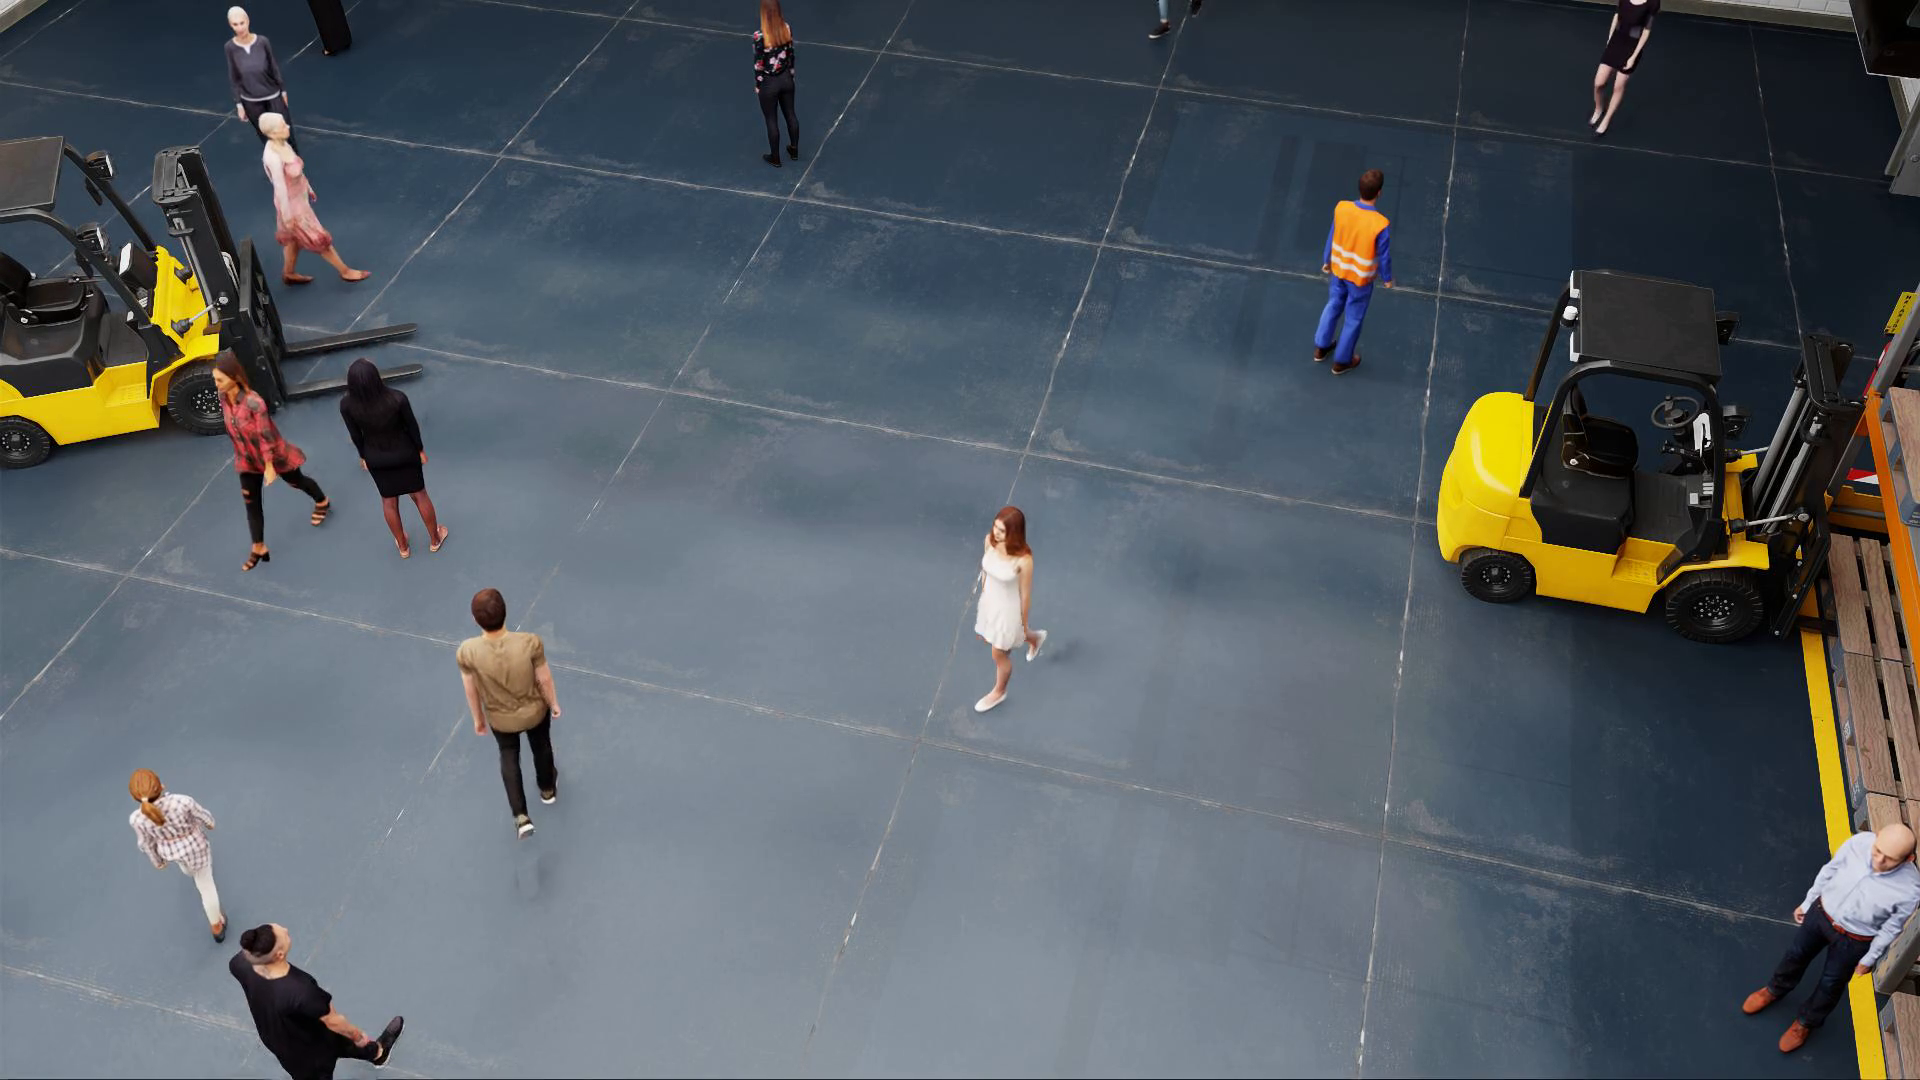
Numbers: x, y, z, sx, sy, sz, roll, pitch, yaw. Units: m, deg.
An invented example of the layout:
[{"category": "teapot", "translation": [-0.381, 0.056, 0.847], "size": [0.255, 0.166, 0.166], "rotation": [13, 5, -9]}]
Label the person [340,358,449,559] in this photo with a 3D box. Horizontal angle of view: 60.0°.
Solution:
[{"category": "person", "translation": [-3.981, -0.582, 11.652], "size": [0.686, 1.720, 0.674], "rotation": [-9, 44, -9]}]

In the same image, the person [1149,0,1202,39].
[{"category": "person", "translation": [2.349, -6.221, 17.510], "size": [0.919, 1.805, 1.105], "rotation": [31, 51, 28]}]

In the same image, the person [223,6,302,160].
[{"category": "person", "translation": [-6.477, -4.142, 15.395], "size": [0.855, 1.711, 0.945], "rotation": [-13, 45, -14]}]

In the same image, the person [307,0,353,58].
[{"category": "person", "translation": [-6.647, -5.793, 17.204], "size": [0.712, 1.606, 0.594], "rotation": [32, 52, 29]}]

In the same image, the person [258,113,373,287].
[{"category": "person", "translation": [-5.698, -2.820, 14.051], "size": [0.979, 1.650, 1.025], "rotation": [-11, 45, -11]}]

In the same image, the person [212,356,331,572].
[{"category": "person", "translation": [-4.846, -0.633, 11.748], "size": [0.723, 1.661, 1.114], "rotation": [17, 46, 17]}]

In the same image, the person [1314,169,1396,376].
[{"category": "person", "translation": [3.086, -2.070, 13.112], "size": [0.858, 1.860, 0.835], "rotation": [-32, 52, -29]}]

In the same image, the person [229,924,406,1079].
[{"category": "person", "translation": [-3.345, 2.529, 8.306], "size": [0.904, 1.830, 1.172], "rotation": [22, 48, 22]}]

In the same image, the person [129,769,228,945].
[{"category": "person", "translation": [-4.412, 1.796, 9.475], "size": [0.801, 1.280, 0.968], "rotation": [-12, 45, -12]}]

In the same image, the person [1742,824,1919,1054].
[{"category": "person", "translation": [4.682, 2.057, 8.831], "size": [0.790, 1.790, 0.730], "rotation": [-22, 48, -21]}]

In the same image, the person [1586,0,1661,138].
[{"category": "person", "translation": [6.408, -4.712, 15.915], "size": [0.687, 1.820, 0.732], "rotation": [34, 53, 31]}]

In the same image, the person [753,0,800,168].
[{"category": "person", "translation": [-1.721, -4.306, 15.587], "size": [0.629, 1.684, 0.709], "rotation": [-26, 50, -25]}]

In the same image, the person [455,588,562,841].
[{"category": "person", "translation": [-2.624, 1.074, 9.832], "size": [0.922, 1.833, 1.107], "rotation": [-7, 44, -7]}]

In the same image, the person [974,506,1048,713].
[{"category": "person", "translation": [0.354, 0.381, 10.659], "size": [0.985, 1.695, 0.865], "rotation": [-30, 51, -27]}]
